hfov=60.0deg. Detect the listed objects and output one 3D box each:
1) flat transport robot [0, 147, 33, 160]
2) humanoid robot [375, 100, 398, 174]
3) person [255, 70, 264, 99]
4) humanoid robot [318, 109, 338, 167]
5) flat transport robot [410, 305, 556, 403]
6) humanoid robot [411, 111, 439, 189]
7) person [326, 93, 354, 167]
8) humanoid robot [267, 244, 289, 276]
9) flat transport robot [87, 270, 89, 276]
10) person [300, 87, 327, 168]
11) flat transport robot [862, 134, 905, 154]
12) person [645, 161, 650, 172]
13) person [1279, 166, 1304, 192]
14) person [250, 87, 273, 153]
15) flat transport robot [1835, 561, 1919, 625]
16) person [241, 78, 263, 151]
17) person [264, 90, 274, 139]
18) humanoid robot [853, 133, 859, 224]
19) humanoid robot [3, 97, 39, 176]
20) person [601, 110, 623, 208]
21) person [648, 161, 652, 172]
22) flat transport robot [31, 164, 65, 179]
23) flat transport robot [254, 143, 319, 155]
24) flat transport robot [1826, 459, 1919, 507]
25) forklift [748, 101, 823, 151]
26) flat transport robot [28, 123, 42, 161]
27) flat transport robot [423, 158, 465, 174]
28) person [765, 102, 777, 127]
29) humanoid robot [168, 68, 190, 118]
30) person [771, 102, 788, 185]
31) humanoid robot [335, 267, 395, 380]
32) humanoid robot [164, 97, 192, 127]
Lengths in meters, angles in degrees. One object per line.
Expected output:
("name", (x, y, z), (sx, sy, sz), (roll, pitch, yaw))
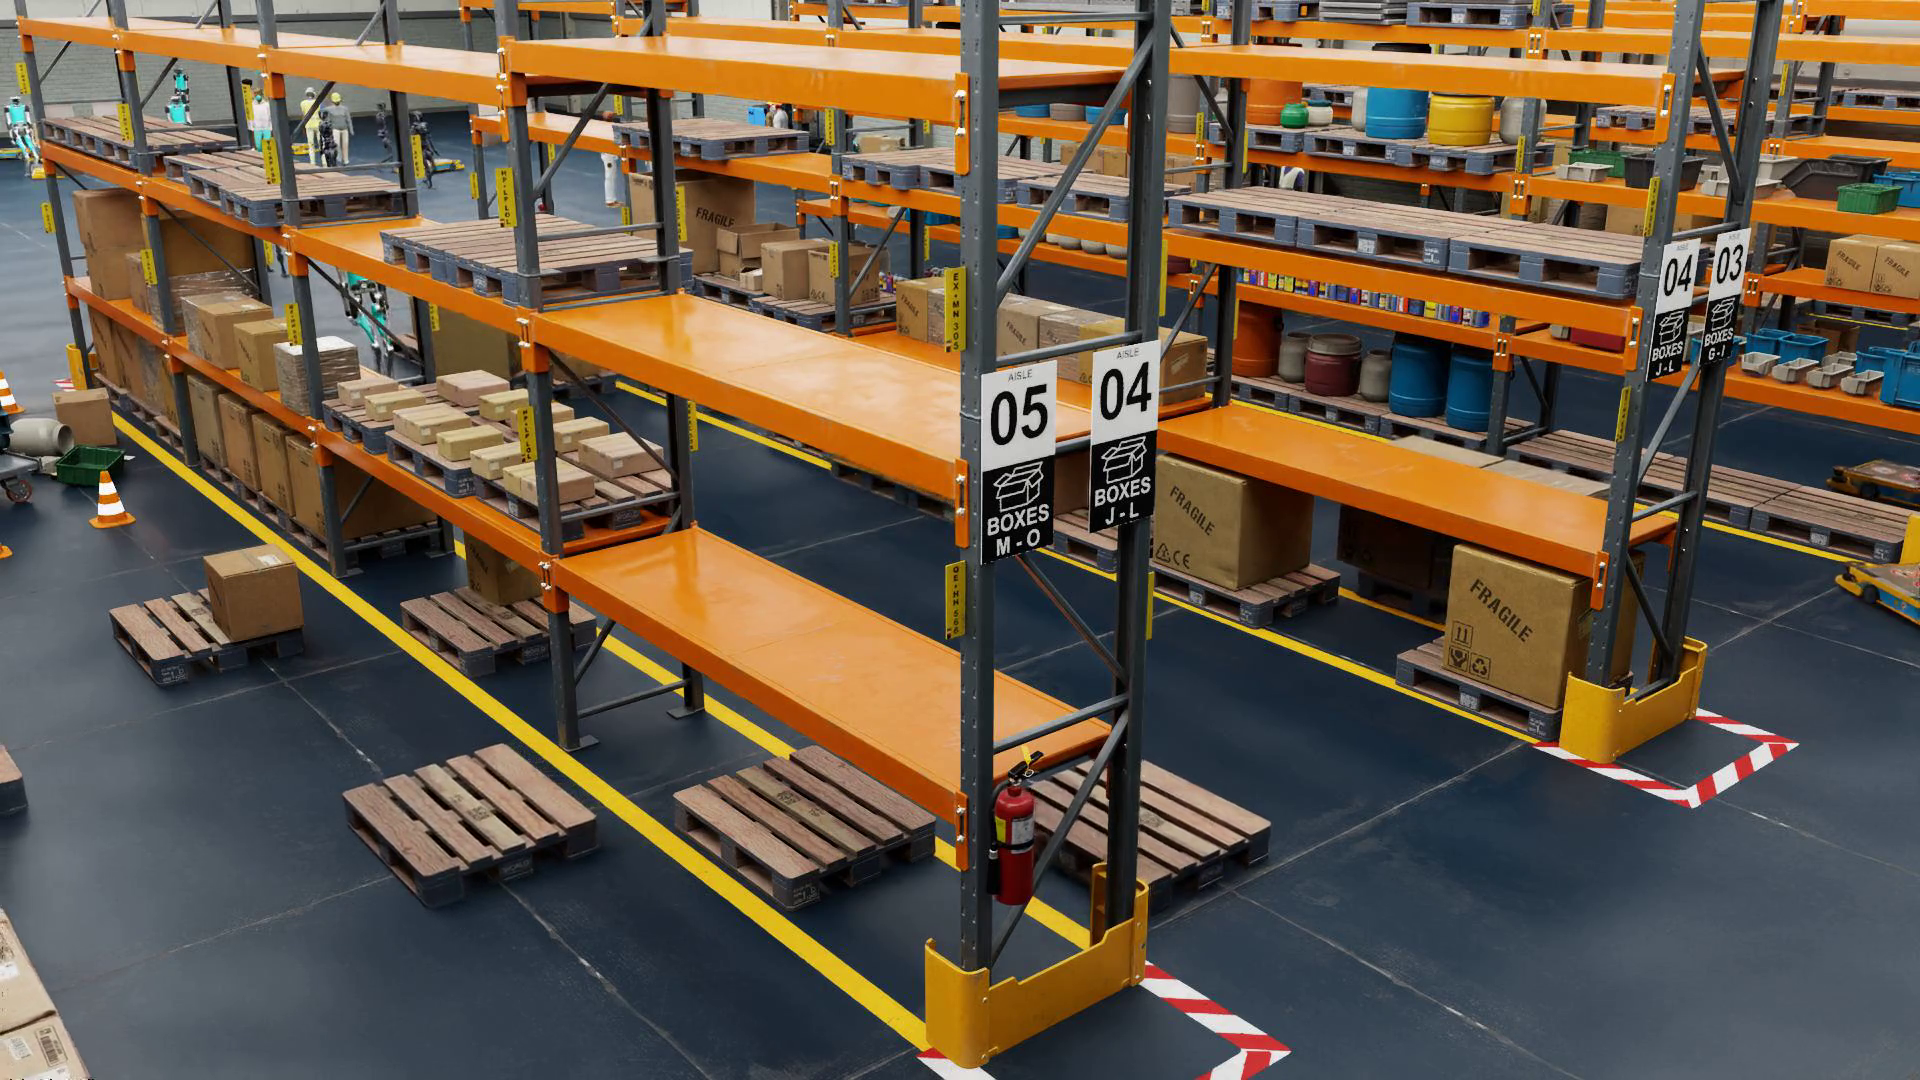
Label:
("flat transport robot", (-23.541, -9.504, 40.985), (1.431, 0.231, 0.659), (-11, 22, -28))
("humanoid robot", (-13.190, -9.222, 38.087), (0.529, 1.642, 0.610), (-9, 21, -25))
("person", (-19.961, -12.725, 47.765), (0.786, 1.842, 0.521), (-15, 24, -37))
("humanoid robot", (-13.587, -8.429, 35.779), (0.599, 1.657, 0.315), (18, 26, 42))
("flat transport robot", (-5.245, -1.561, 18.379), (1.431, 0.231, 0.659), (10, 22, 25))
("humanoid robot", (-11.467, -8.348, 35.586), (0.425, 1.634, 0.612), (9, 21, 23))
("person", (-14.549, -9.613, 39.052), (0.554, 1.737, 0.489), (-12, 23, -30))
("humanoid robot", (-10.790, -4.946, 25.925), (0.613, 1.631, 0.435), (2, 19, 5))
("flat transport robot", (-12.009, -3.738, 24.576), (0.659, 0.231, 1.431), (4, 20, 10))
("person", (-14.987, -9.531, 38.615), (0.545, 1.890, 0.381), (-4, 20, -11))
("flat transport robot", (-1.764, -8.258, 37.439), (1.431, 0.231, 0.659), (2, 20, 7))
("person", (-6.081, -7.592, 33.322), (0.483, 1.739, 0.314), (-9, 21, -23))
("person", (5.386, -5.480, 27.166), (0.390, 1.837, 0.562), (-8, 21, -21))
("person", (-16.195, -9.540, 38.616), (0.501, 1.901, 0.533), (-7, 21, -19))
("flat transport robot", (7.385, 0.479, 12.573), (0.659, 0.231, 1.431), (-3, 20, -9))
("person", (-17.878, -10.712, 42.029), (0.773, 1.855, 0.397), (18, 26, 41))
("person", (-18.547, -11.591, 44.767), (0.316, 1.695, 0.540), (-11, 22, -28))
("humanoid robot", (-1.882, -6.600, 30.550), (0.825, 1.800, 0.543), (-17, 26, -40))
("humanoid robot", (-21.130, -9.068, 37.576), (0.758, 1.805, 0.538), (18, 26, 41))
("person", (-6.935, -7.559, 33.013), (0.337, 1.882, 0.583), (0, 19, -1))
("person", (-5.050, -5.996, 28.442), (0.368, 1.967, 0.605), (8, 21, 21))
("flat transport robot", (-20.772, -8.409, 37.867), (0.659, 0.231, 1.431), (-10, 22, -26))
("flat transport robot", (-17.062, -9.901, 42.114), (1.431, 0.231, 0.659), (4, 20, 11))
("flat transport robot", (8.803, -0.450, 15.217), (0.659, 0.231, 1.431), (-13, 23, -33))
("forklift", (-4.526, -11.368, 42.374), (1.129, 2.768, 1.873), (-15, 24, -37))
("flat transport robot", (-21.998, -9.415, 40.731), (1.431, 0.231, 0.659), (-5, 20, -14))
("flat transport robot", (-12.259, -8.675, 38.625), (0.659, 0.231, 1.431), (11, 22, 28))
("person", (-4.183, -9.105, 37.592), (0.400, 1.762, 0.550), (13, 23, 32))
("humanoid robot", (-22.090, -12.430, 46.890), (0.533, 1.681, 0.735), (10, 22, 26))
("person", (-3.916, -8.693, 36.246), (0.379, 1.888, 0.576), (6, 20, 17))
("humanoid robot", (-6.813, -2.607, 19.281), (0.541, 1.861, 0.776), (-16, 25, -38))
("humanoid robot", (-17.668, -9.159, 37.864), (0.530, 1.778, 1.021), (-13, 23, -32))
